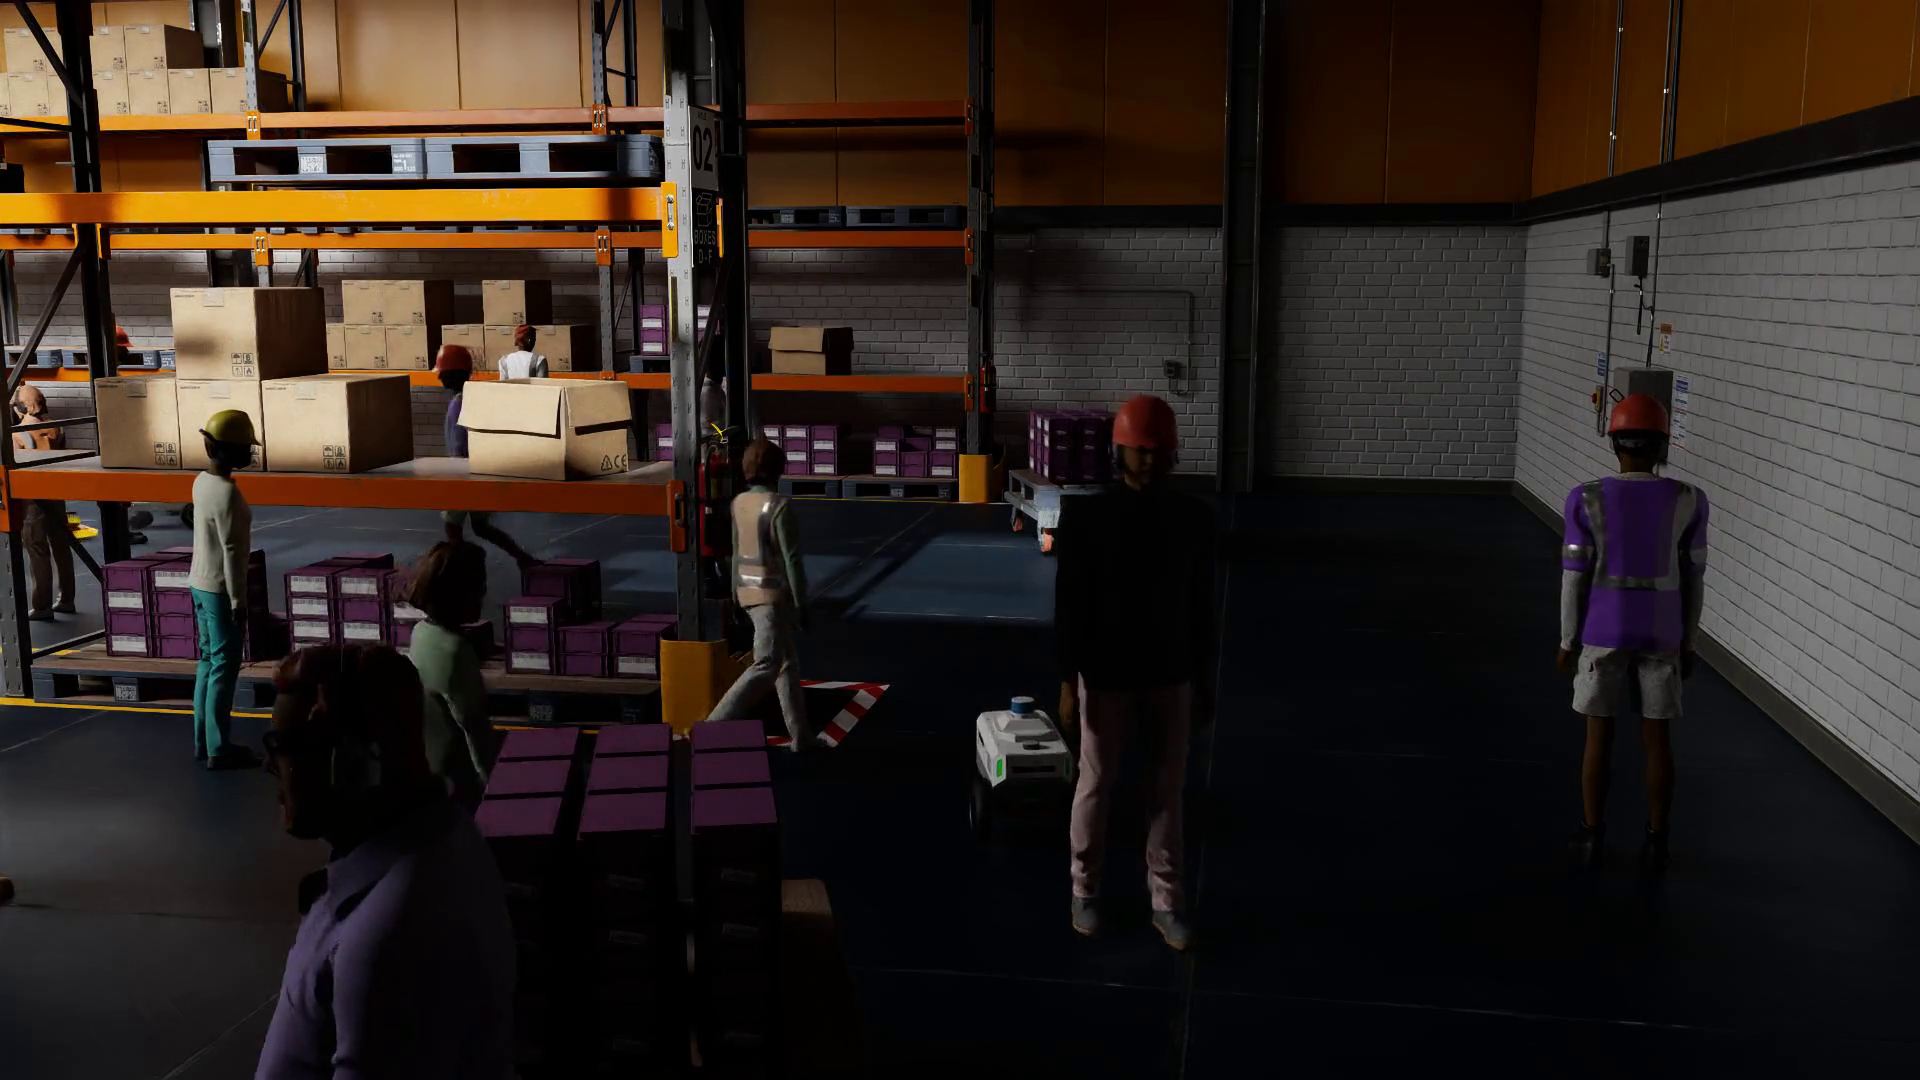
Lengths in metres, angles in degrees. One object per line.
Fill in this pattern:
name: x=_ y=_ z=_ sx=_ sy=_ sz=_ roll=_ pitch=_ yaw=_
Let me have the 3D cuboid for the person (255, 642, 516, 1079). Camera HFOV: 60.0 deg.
person: x=-0.851 y=1.074 z=2.603 sx=0.986 sy=1.865 sz=0.659 roll=-3 pitch=10 yaw=-20

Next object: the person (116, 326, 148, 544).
person: x=-7.461 y=-0.926 z=14.754 sx=0.363 sy=1.934 sz=0.553 roll=-6 pitch=11 yaw=-31

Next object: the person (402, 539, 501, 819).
person: x=-1.630 y=0.784 z=5.242 sx=0.855 sy=1.590 sz=0.491 roll=-4 pitch=10 yaw=-23

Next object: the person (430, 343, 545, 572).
person: x=-3.454 y=-0.461 z=11.968 sx=0.786 sy=1.908 sz=0.559 roll=1 pitch=9 yaw=6

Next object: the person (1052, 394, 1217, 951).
person: x=0.631 y=0.465 z=5.975 sx=0.625 sy=1.994 sz=0.402 roll=-2 pitch=9 yaw=-12

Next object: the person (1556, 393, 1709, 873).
person: x=2.686 y=0.378 z=6.696 sx=0.545 sy=1.927 sz=0.385 roll=2 pitch=9 yaw=14

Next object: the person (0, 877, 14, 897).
person: x=-3.941 y=0.472 z=6.371 sx=0.429 sy=1.845 sz=0.627 roll=-8 pitch=12 yaw=-40

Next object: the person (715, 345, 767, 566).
person: x=-1.898 y=-0.715 z=13.731 sx=0.971 sy=1.851 sz=0.736 roll=-6 pitch=11 yaw=-31

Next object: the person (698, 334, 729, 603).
person: x=-1.792 y=-0.528 z=12.187 sx=0.368 sy=1.967 sz=0.600 roll=-2 pitch=9 yaw=-10

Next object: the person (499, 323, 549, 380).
person: x=-4.408 y=-1.260 z=16.986 sx=0.572 sy=1.884 sz=0.356 roll=3 pitch=10 yaw=16

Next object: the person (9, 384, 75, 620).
person: x=-6.394 y=-0.261 z=11.552 sx=0.308 sy=1.639 sz=0.510 roll=2 pitch=9 yaw=10

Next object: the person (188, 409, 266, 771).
person: x=-3.557 y=0.241 z=8.102 sx=0.377 sy=1.753 sz=0.530 roll=-7 pitch=12 yaw=-38

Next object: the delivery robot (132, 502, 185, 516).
delivery robot: x=-7.435 y=-0.434 z=15.685 sx=0.707 sy=0.478 sz=0.477 roll=-3 pitch=10 yaw=-16

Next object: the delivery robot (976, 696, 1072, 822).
delivery robot: x=0.272 y=0.926 z=7.245 sx=0.477 sy=0.478 sz=0.707 roll=-1 pitch=9 yaw=-6

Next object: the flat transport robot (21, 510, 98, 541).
flat transport robot: x=-8.486 y=-0.083 z=14.677 sx=0.652 sy=0.197 sz=1.431 roll=9 pitch=13 yaw=44

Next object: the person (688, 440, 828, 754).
person: x=-1.001 y=0.313 z=8.123 sx=0.786 sy=1.601 sz=0.538 roll=-7 pitch=11 yaw=-36
